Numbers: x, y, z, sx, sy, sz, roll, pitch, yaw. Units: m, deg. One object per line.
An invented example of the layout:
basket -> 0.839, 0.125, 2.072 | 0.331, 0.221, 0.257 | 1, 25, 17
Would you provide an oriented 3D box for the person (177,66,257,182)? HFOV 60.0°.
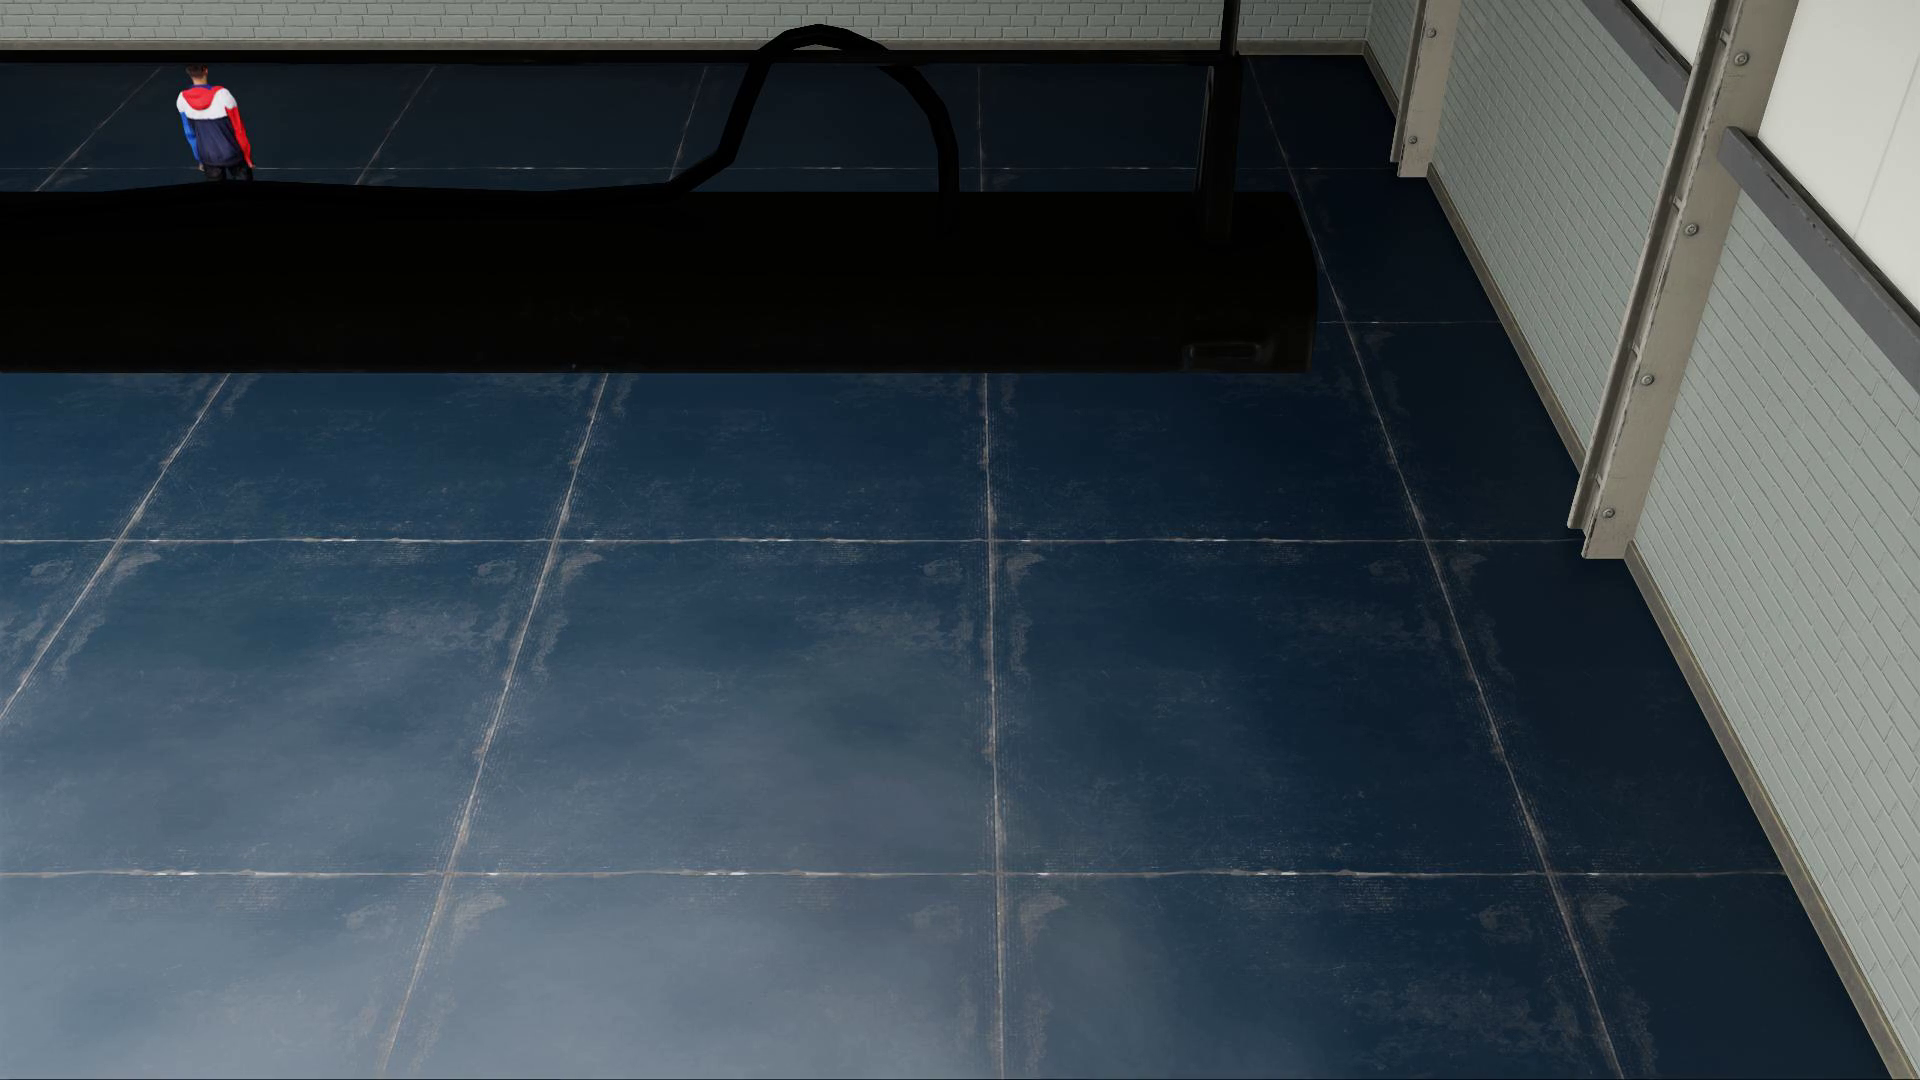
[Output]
person -> -6.381, -3.330, 14.373 | 0.673, 1.758, 0.588 | -6, 38, -8
